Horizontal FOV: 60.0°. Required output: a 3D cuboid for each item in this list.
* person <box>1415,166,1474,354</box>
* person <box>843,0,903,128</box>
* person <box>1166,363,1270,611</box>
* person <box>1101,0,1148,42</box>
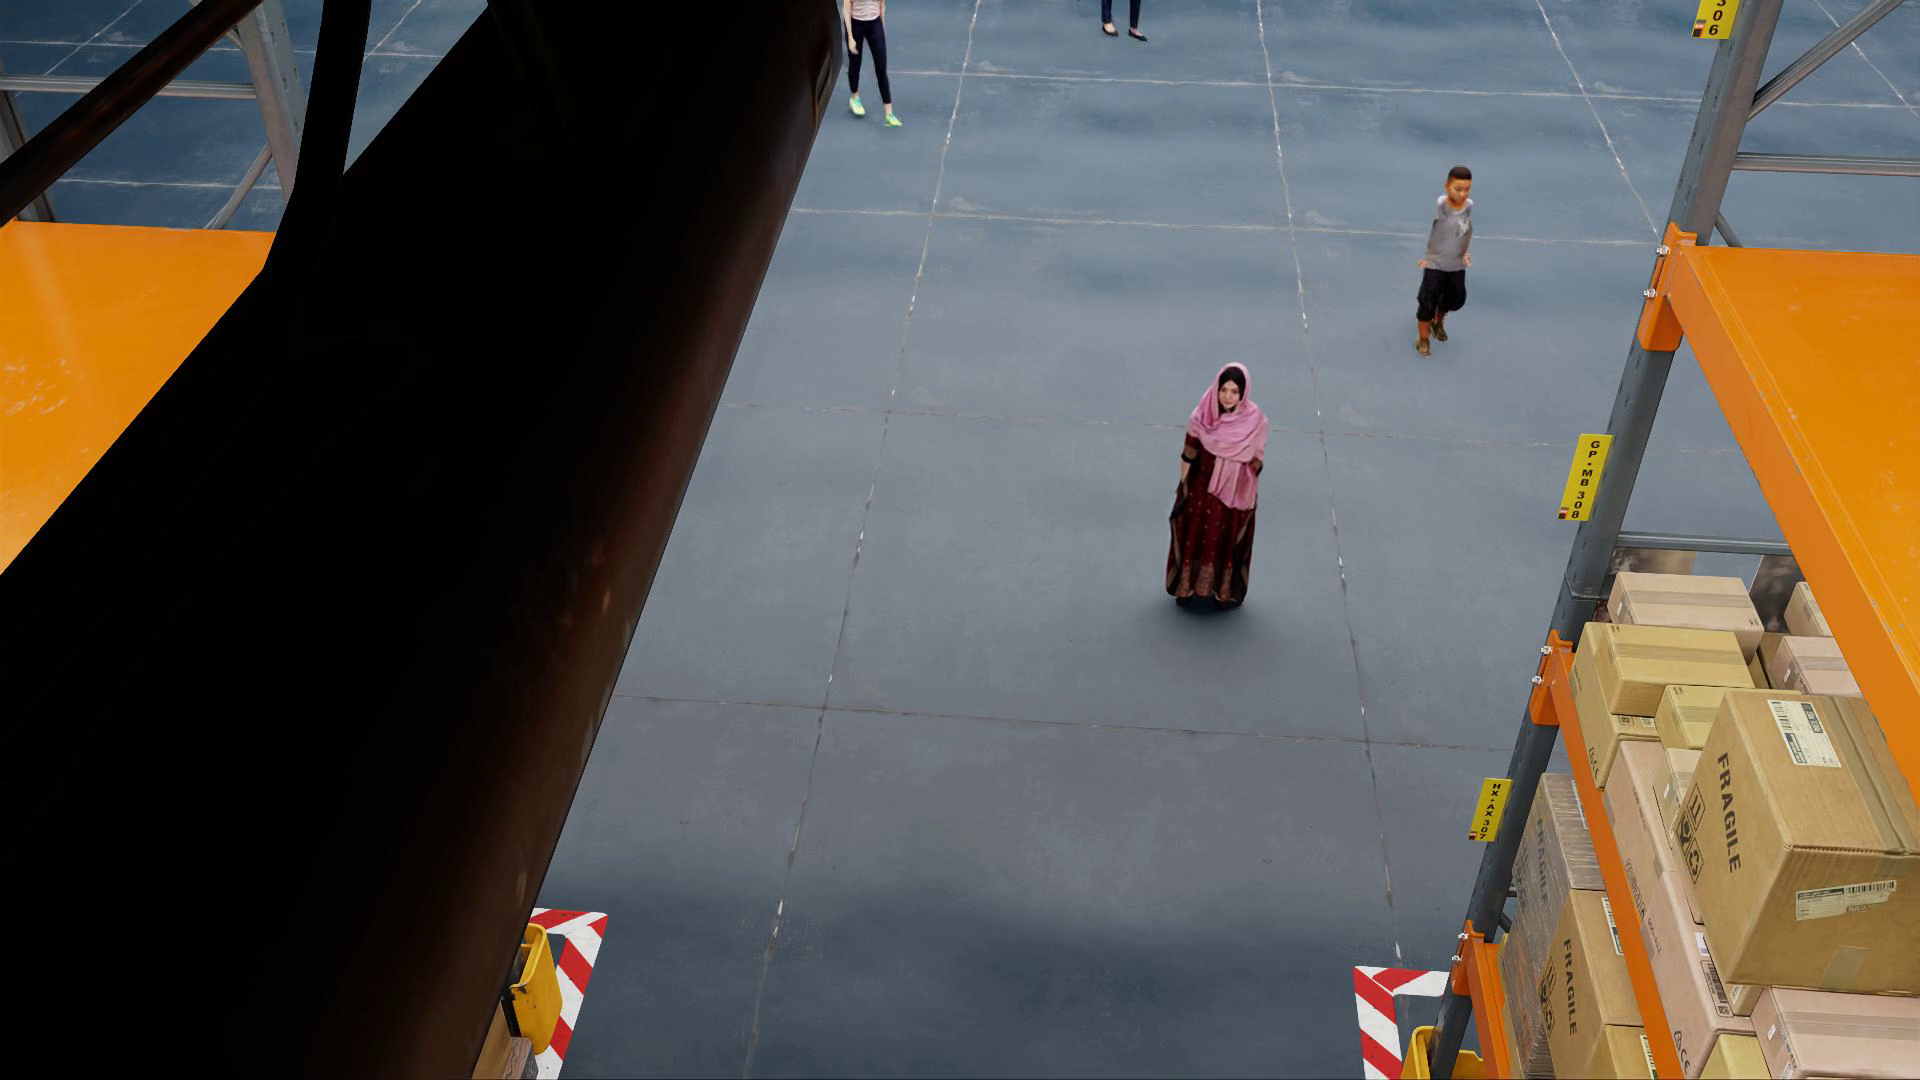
[{"bbox_3d":[3.482,-2.079,11.977,0.598,1.450,0.673,1,38,1],"label":"person"},{"bbox_3d":[-0.911,-4.612,15.043,0.928,1.663,1.133,-16,41,-19],"label":"person"},{"bbox_3d":[1.491,-0.309,9.565,0.657,1.636,0.615,6,38,8],"label":"person"},{"bbox_3d":[1.560,-5.888,16.642,0.827,1.702,0.931,-18,41,-21],"label":"person"}]
